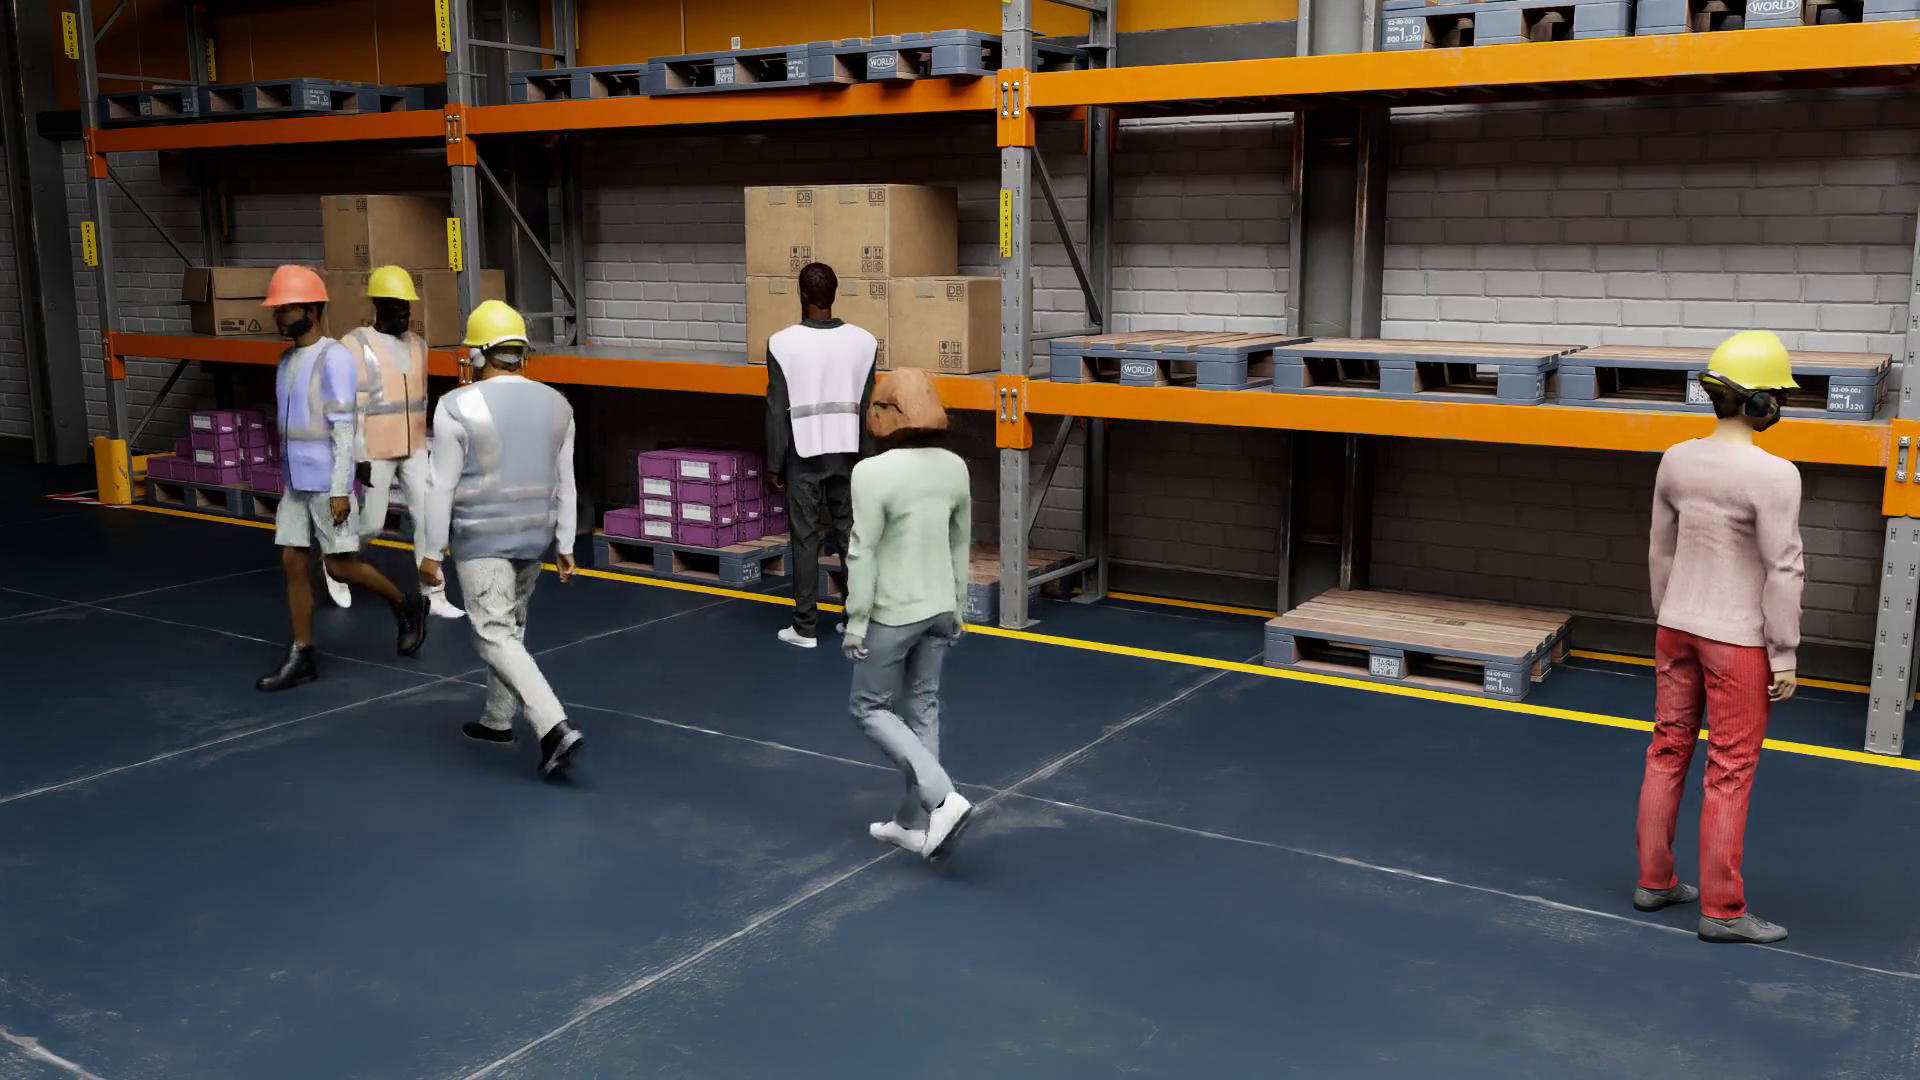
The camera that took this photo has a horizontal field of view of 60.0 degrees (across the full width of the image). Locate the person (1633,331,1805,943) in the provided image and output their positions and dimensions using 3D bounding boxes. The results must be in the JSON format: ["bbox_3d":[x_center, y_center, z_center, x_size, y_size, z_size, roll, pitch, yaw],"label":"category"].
[{"bbox_3d":[2.219,0.282,4.832,0.314,1.768,0.527,-4,11,-20],"label":"person"}]

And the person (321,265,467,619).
[{"bbox_3d":[-3.095,-0.522,8.937,0.848,1.898,0.591,6,12,32],"label":"person"}]

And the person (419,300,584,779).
[{"bbox_3d":[-1.714,-0.006,6.341,0.835,1.801,0.594,7,13,35],"label":"person"}]

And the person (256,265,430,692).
[{"bbox_3d":[-2.883,-0.295,7.613,0.550,1.921,0.770,7,12,34],"label":"person"}]

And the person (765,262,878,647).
[{"bbox_3d":[-0.678,-0.416,8.298,0.591,1.911,0.376,-5,11,-27],"label":"person"}]

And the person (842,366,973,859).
[{"bbox_3d":[-0.141,0.253,5.377,0.458,1.620,0.522,10,14,43],"label":"person"}]
